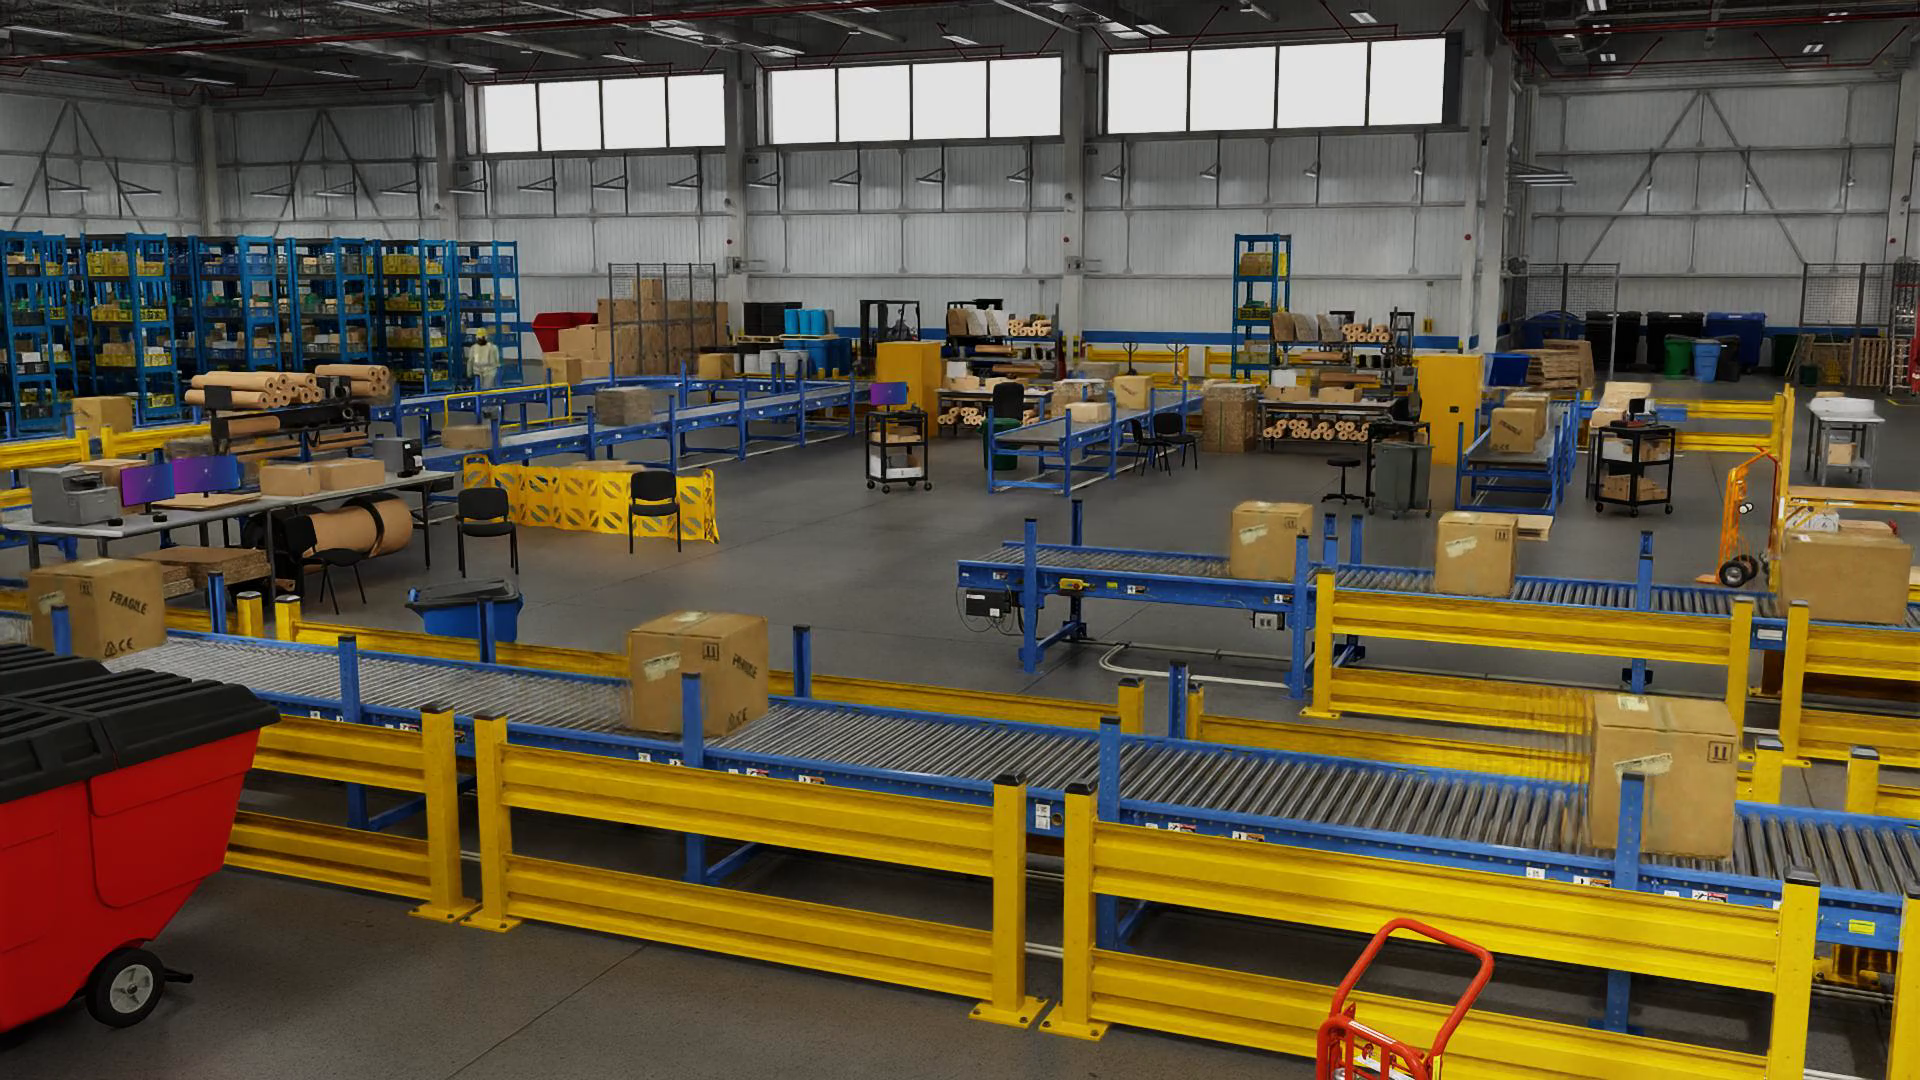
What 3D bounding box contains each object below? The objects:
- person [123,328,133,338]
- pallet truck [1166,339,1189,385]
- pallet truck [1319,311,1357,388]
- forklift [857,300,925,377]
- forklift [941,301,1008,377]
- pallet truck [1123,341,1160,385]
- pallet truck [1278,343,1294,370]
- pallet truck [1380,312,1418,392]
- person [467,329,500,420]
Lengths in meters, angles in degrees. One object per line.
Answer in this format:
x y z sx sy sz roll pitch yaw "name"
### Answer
-18.346 -3.954 36.877 0.581 1.829 0.489 6 11 31 "person"
5.418 -4.269 40.420 0.704 1.261 1.522 3 10 20 "pallet truck"
9.071 -4.419 39.190 0.823 1.965 1.885 5 10 26 "pallet truck"
-1.732 -5.109 42.468 1.157 1.987 2.680 4 10 22 "forklift"
0.365 -4.966 41.571 1.157 1.987 2.680 3 10 20 "forklift"
4.445 -4.380 41.279 0.680 1.201 1.601 4 10 22 "pallet truck"
7.886 -4.163 39.743 0.653 1.274 1.630 4 10 22 "pallet truck"
10.207 -4.283 38.369 0.823 1.965 1.885 3 10 20 "pallet truck"
-9.450 -3.270 32.864 0.626 1.782 0.917 1 9 6 "person"
